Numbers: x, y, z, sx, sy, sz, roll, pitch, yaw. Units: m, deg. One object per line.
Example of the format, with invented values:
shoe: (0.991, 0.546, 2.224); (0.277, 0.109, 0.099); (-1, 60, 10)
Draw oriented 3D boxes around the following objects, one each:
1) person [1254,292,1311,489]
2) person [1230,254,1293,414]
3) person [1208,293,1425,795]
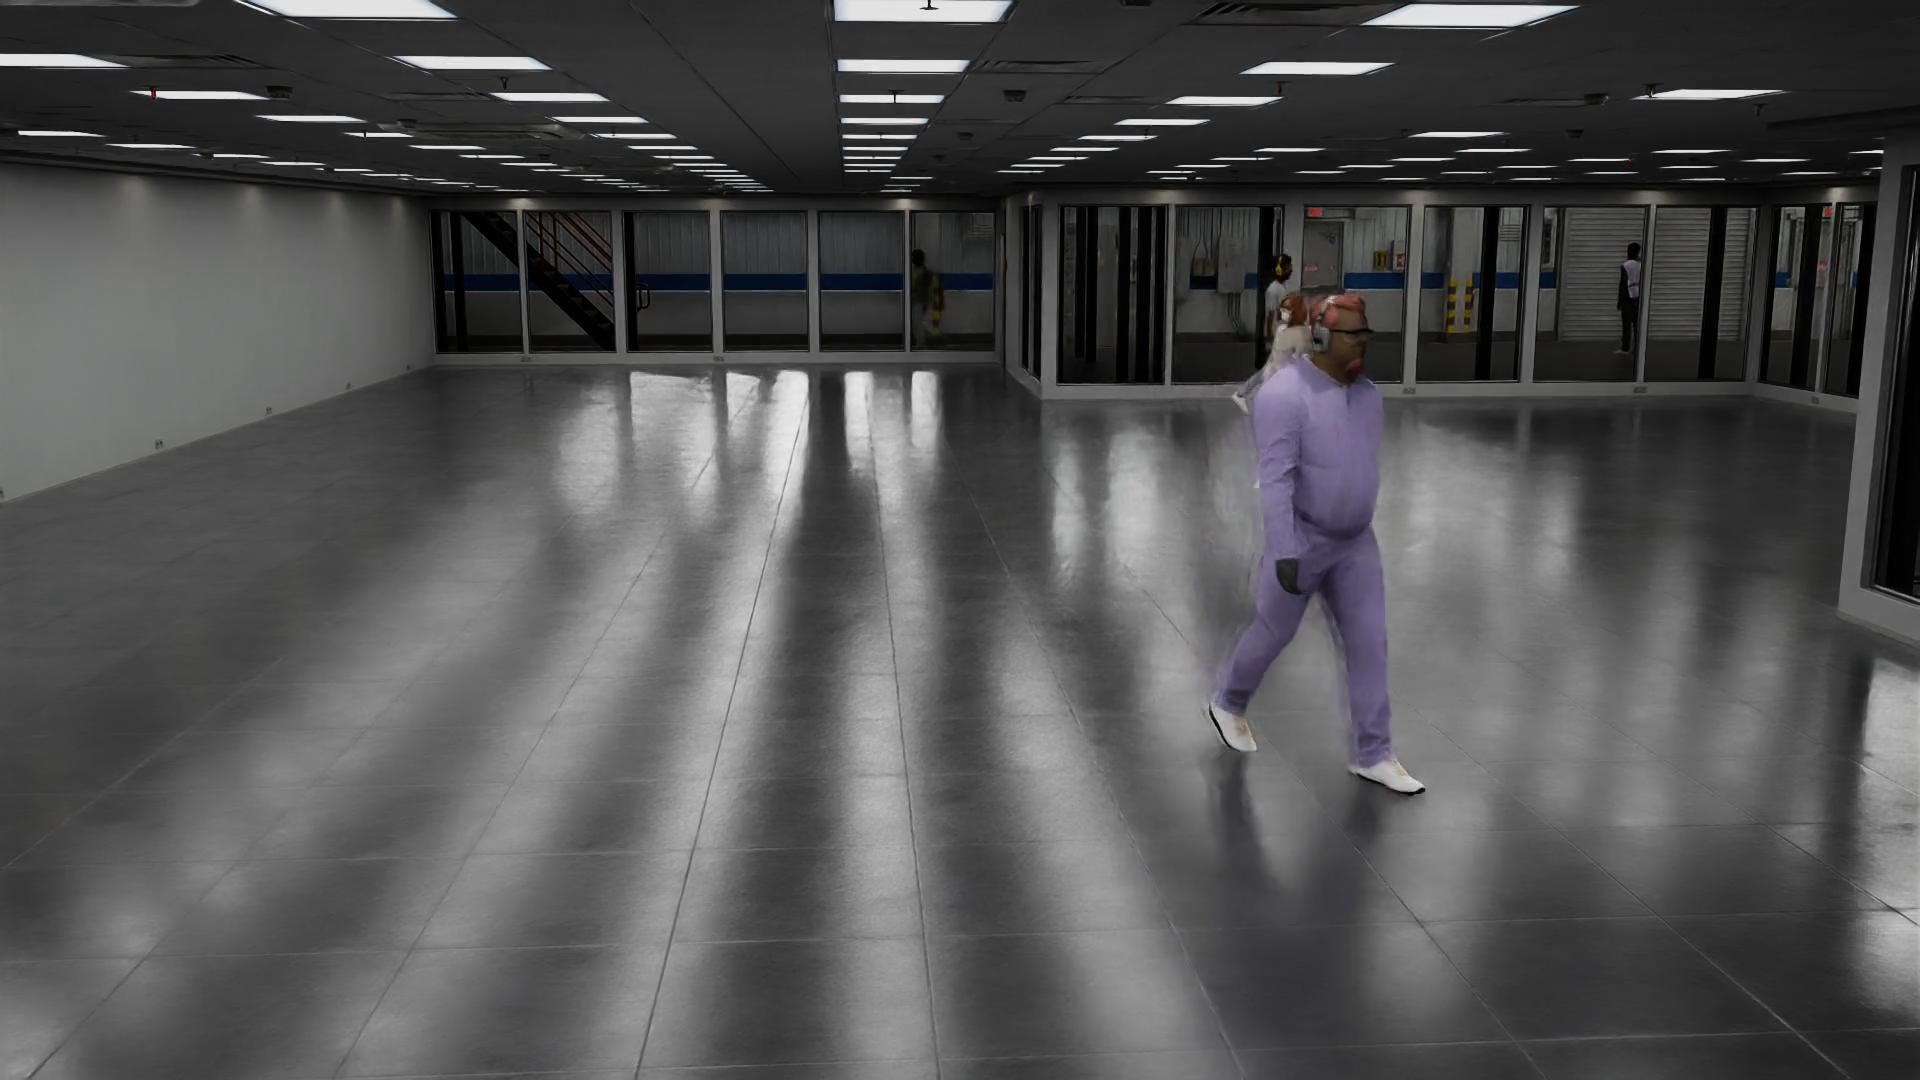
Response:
person: (2.678, -1.213, 13.543); (0.565, 1.601, 0.567); (-2, 11, -9)
person: (3.543, -2.327, 18.935); (0.889, 1.842, 0.523); (3, 11, 15)
person: (1.356, -0.018, 6.412); (0.641, 1.864, 0.974); (-6, 12, -28)
